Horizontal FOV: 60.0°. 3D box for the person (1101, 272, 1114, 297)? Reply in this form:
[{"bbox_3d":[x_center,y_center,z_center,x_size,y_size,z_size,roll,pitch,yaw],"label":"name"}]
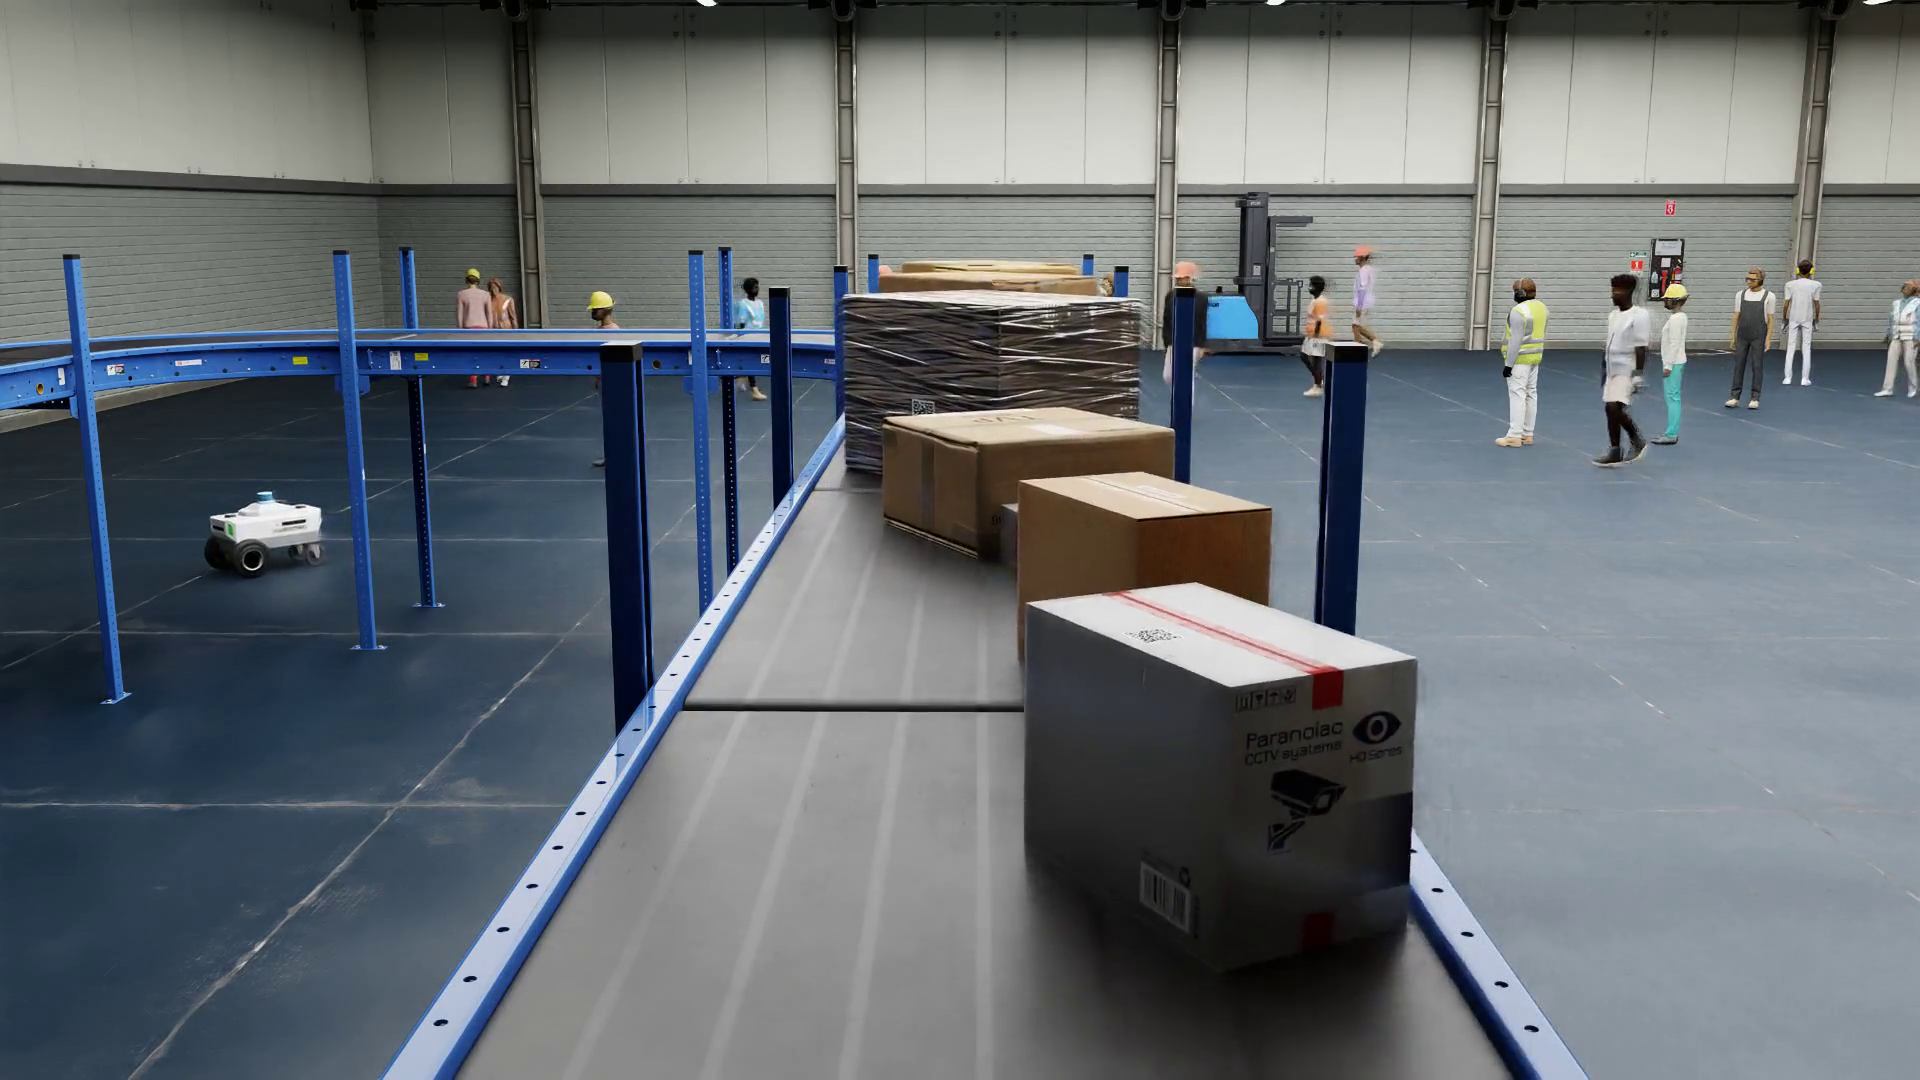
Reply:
[{"bbox_3d":[1.611,-1.826,17.373,0.373,1.940,0.628,0,11,-2],"label":"person"}]

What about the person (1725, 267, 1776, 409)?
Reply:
[{"bbox_3d":[10.406,-2.651,21.863,0.505,1.842,0.347,10,15,41],"label":"person"}]

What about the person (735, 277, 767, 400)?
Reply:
[{"bbox_3d":[-2.916,-2.782,22.953,0.540,1.682,0.540,6,13,30],"label":"person"}]

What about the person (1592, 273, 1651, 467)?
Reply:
[{"bbox_3d":[6.628,-1.691,16.659,0.431,1.943,0.626,-2,11,-10],"label":"person"}]

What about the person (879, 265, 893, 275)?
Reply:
[{"bbox_3d":[-0.894,-2.239,19.500,0.357,1.937,0.550,7,13,31],"label":"person"}]

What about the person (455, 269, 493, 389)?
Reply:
[{"bbox_3d":[-7.141,-3.113,24.488,0.525,1.732,0.488,-6,13,-30],"label":"person"}]

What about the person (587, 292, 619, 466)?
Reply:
[{"bbox_3d":[-3.536,-1.594,16.629,0.329,1.765,0.533,-7,13,-32],"label":"person"}]

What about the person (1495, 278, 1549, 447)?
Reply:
[{"bbox_3d":[6.175,-1.957,18.307,0.625,1.841,0.429,-10,15,-41],"label":"person"}]

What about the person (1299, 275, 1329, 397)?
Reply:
[{"bbox_3d":[4.954,-2.845,23.233,0.366,1.685,0.551,0,11,2],"label":"person"}]

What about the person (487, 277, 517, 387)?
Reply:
[{"bbox_3d":[-6.888,-3.129,24.912,0.542,1.609,0.658,0,11,-2],"label":"person"}]

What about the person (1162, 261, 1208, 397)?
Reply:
[{"bbox_3d":[2.709,-2.366,20.056,0.616,1.979,0.482,8,14,37],"label":"person"}]

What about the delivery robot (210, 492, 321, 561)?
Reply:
[{"bbox_3d":[-4.975,-0.102,11.946,0.477,0.478,0.707,10,15,42],"label":"delivery robot"}]

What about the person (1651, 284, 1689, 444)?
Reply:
[{"bbox_3d":[7.886,-1.951,18.460,0.312,1.767,0.533,6,13,29],"label":"person"}]

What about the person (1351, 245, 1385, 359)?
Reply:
[{"bbox_3d":[6.955,-4.048,28.581,0.578,2.030,0.608,3,12,17],"label":"person"}]

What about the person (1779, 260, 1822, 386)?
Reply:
[{"bbox_3d":[12.574,-3.243,24.916,0.558,1.881,0.483,7,13,30],"label":"person"}]

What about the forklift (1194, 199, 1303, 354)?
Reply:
[{"bbox_3d":[5.313,-4.851,30.603,1.873,2.768,1.129,0,11,1],"label":"forklift"}]

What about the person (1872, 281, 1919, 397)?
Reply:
[{"bbox_3d":[13.142,-2.800,23.185,0.432,1.625,0.602,-3,12,-17],"label":"person"}]
